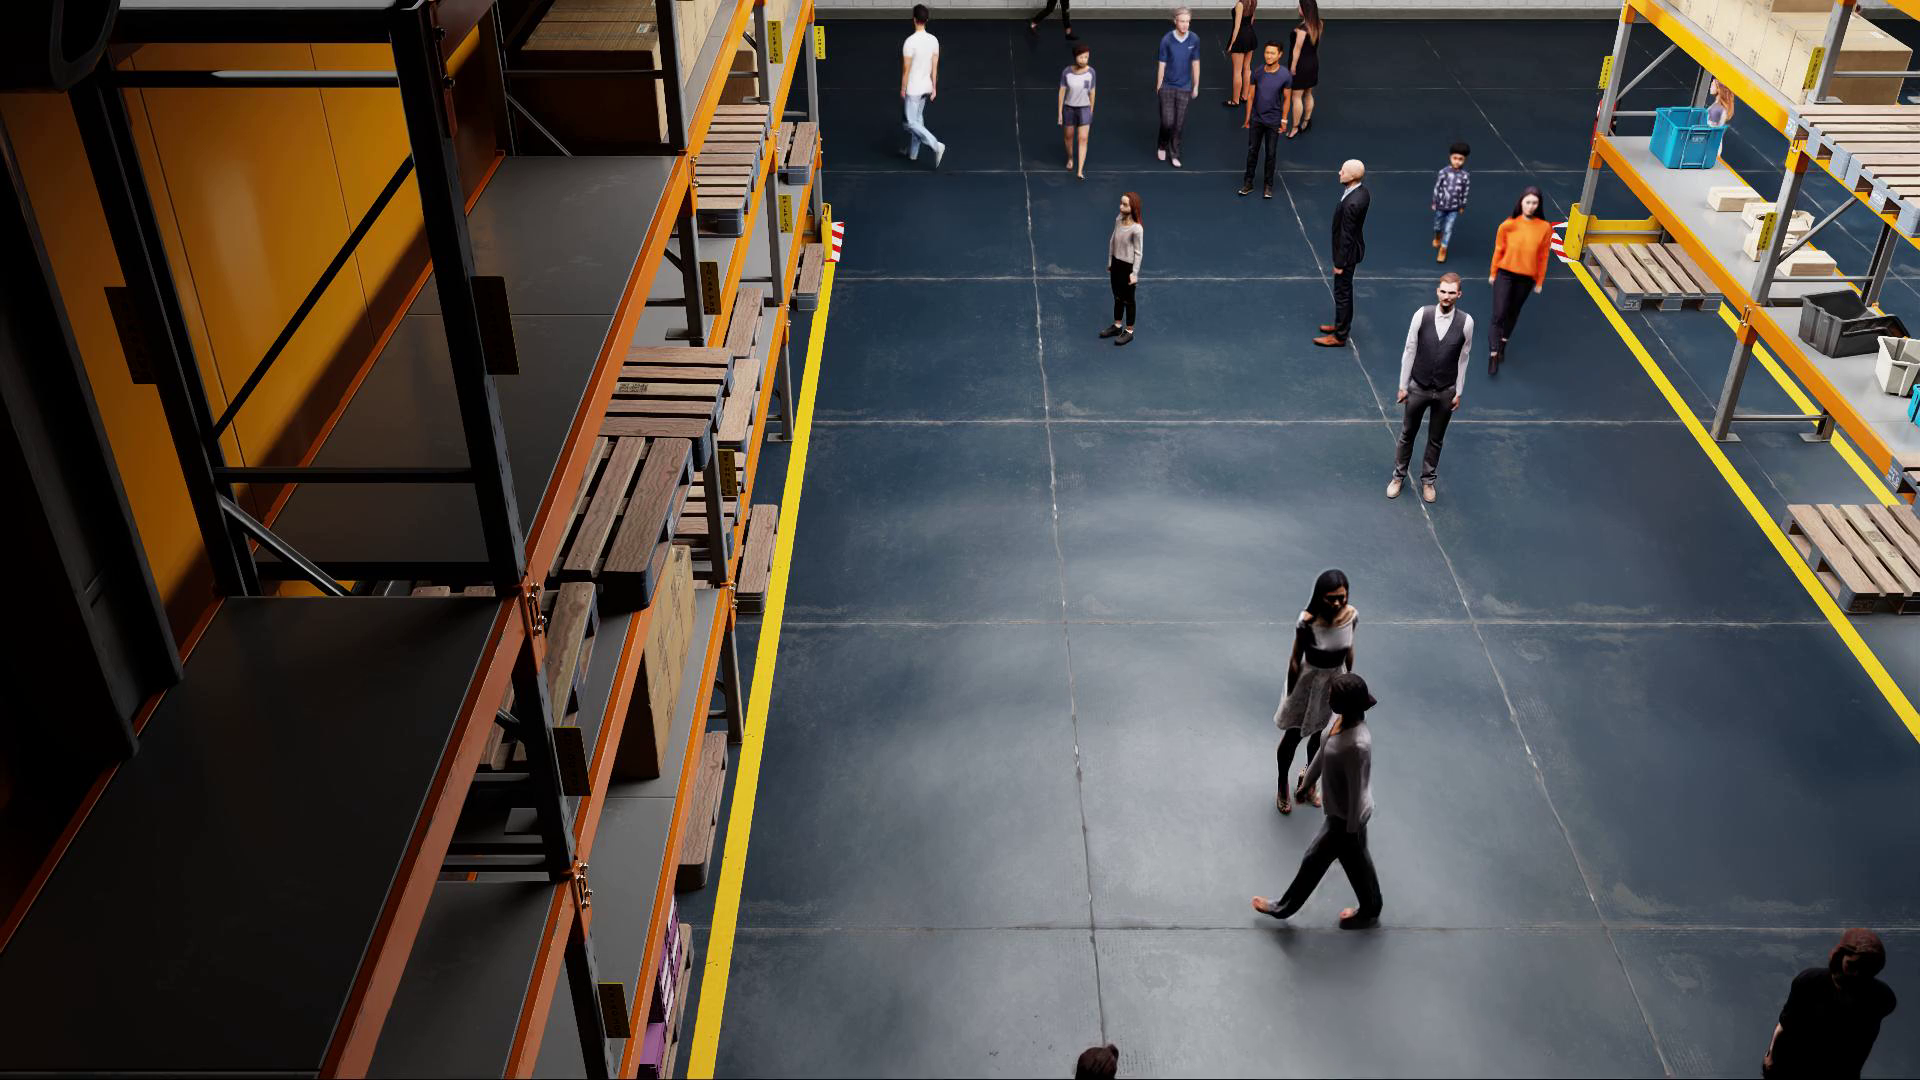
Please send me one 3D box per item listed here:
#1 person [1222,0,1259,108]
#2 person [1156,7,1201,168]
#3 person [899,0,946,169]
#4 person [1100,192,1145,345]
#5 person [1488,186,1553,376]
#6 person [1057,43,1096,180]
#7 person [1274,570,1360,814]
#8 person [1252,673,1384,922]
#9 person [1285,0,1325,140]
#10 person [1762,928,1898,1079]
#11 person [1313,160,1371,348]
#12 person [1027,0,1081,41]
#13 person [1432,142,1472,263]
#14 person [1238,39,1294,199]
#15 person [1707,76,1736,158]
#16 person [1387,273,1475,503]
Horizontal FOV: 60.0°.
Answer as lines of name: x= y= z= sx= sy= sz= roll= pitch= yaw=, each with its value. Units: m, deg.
person: x=3.606 y=-6.383 z=21.225 sx=0.739 sy=1.674 sz=0.673 roll=26 pitch=42 yaw=34
person: x=2.493 y=-5.319 z=19.459 sx=0.718 sy=1.857 sz=0.707 roll=-5 pitch=34 yaw=-7
person: x=-0.441 y=-5.243 z=19.368 sx=1.123 sy=1.832 sz=1.092 roll=26 pitch=42 yaw=34
person: x=1.559 y=-2.578 z=15.672 sx=0.678 sy=1.484 sz=0.597 roll=-23 pitch=40 yaw=-30
person: x=5.076 y=-2.429 z=15.230 sx=0.720 sy=1.726 sz=0.958 roll=5 pitch=34 yaw=8
person: x=1.345 y=-5.012 z=19.298 sx=0.620 sy=1.524 sz=1.008 roll=3 pitch=34 yaw=5
person: x=2.177 y=0.927 z=10.137 sx=0.713 sy=1.774 sz=0.714 roll=-8 pitch=34 yaw=-12
person: x=2.245 y=1.485 z=9.338 sx=0.702 sy=1.729 sz=0.922 roll=0 pitch=34 yaw=0
person: x=4.192 y=-5.745 z=20.230 sx=0.805 sy=1.713 sz=0.739 roll=27 pitch=42 yaw=35
person: x=4.049 y=2.459 z=7.896 sx=0.639 sy=1.704 sz=0.592 roll=9 pitch=35 yaw=13
person: x=3.624 y=-2.689 z=15.558 sx=0.804 sy=1.797 sz=0.629 roll=10 pitch=35 yaw=15
person: x=1.305 y=-7.813 z=23.583 sx=0.975 sy=1.446 sz=1.047 roll=14 pitch=36 yaw=21
person: x=5.106 y=-3.549 z=17.350 sx=0.627 sy=1.243 sz=0.767 roll=11 pitch=35 yaw=16
person: x=3.440 y=-4.734 z=18.637 sx=0.714 sy=1.793 sz=0.682 roll=14 pitch=36 yaw=19
person: x=8.077 y=-4.098 z=17.767 sx=1.033 sy=1.698 sz=1.071 roll=20 pitch=39 yaw=28
person: x=3.757 y=-1.232 z=13.237 sx=0.718 sy=1.938 sz=0.658 roll=8 pitch=35 yaw=12
